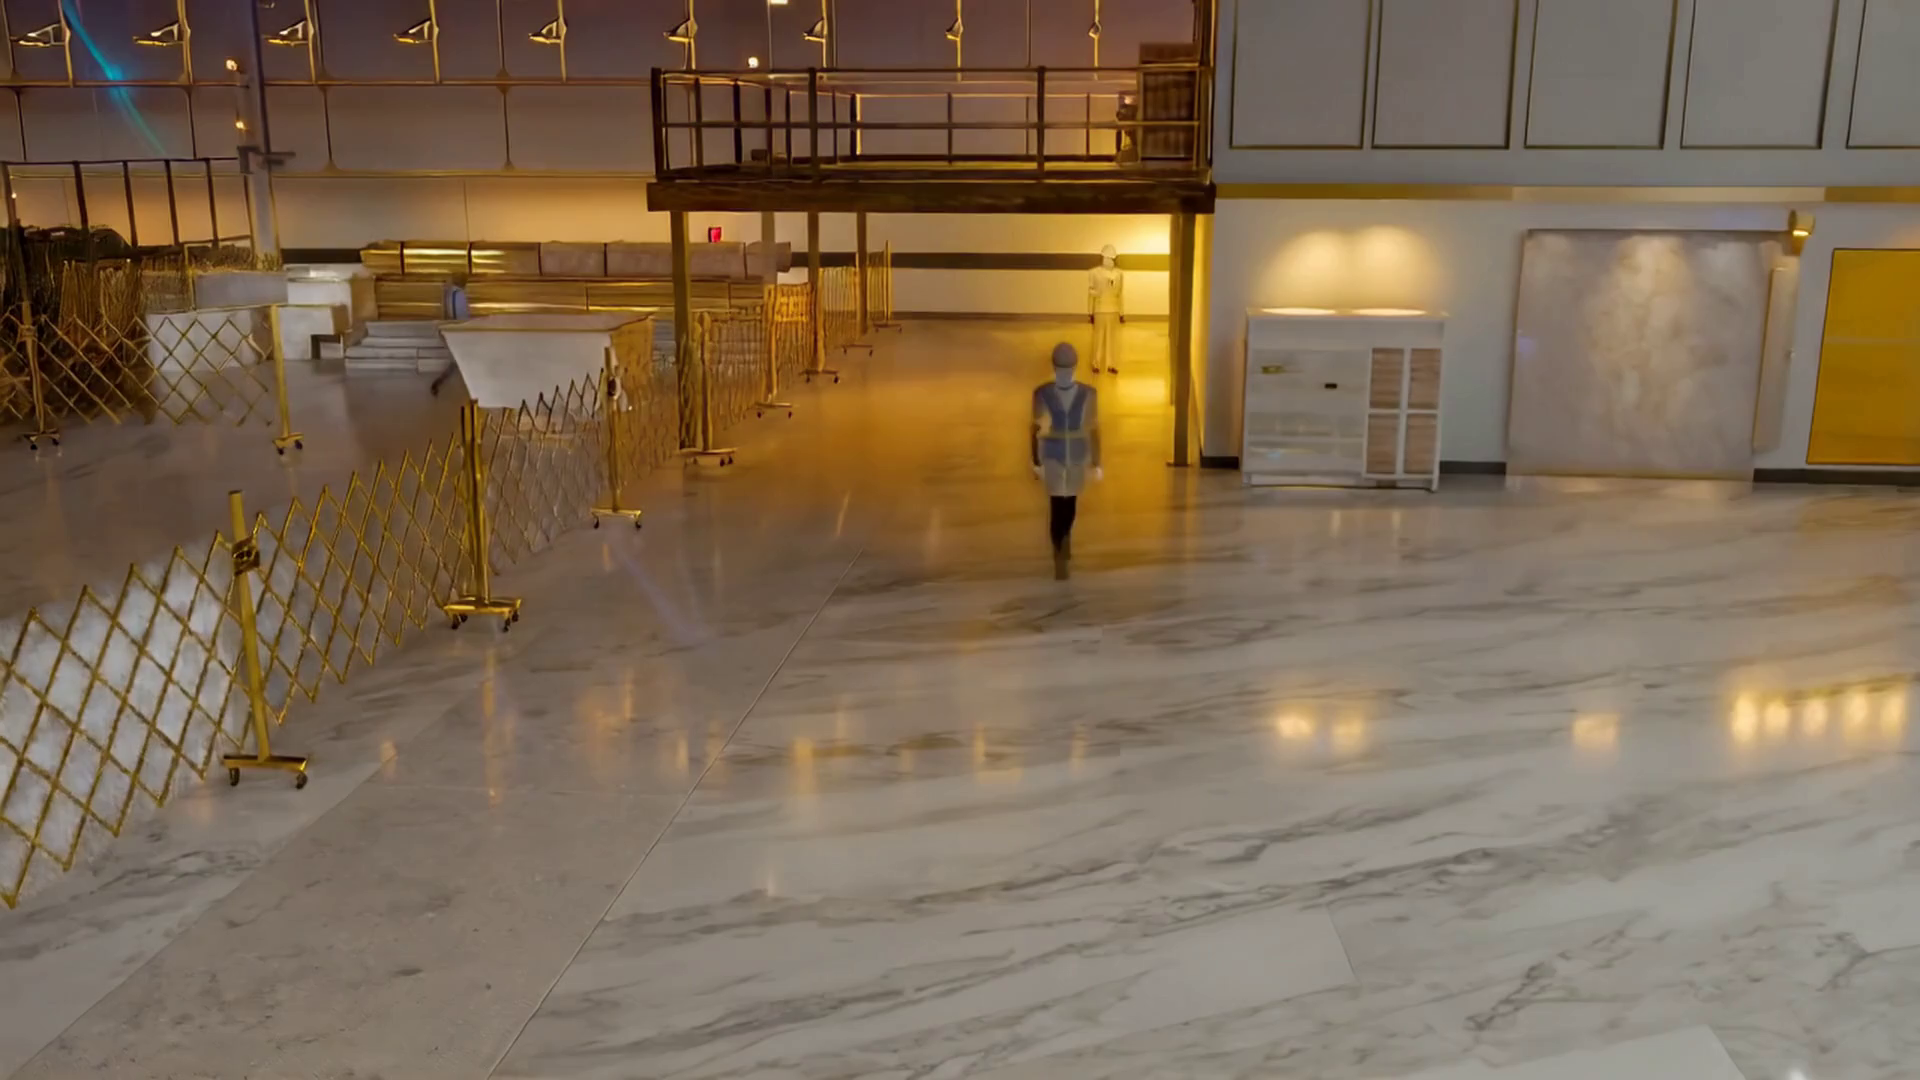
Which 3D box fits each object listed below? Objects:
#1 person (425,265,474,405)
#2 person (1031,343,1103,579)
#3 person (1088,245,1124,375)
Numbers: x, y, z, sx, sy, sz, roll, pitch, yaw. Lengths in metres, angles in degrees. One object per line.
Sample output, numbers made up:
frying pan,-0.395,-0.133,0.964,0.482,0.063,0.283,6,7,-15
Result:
person,-6.662,-2.703,21.991,0.841,1.859,0.581,-5,15,-21
person,0.862,-0.670,13.611,0.563,1.891,0.989,-1,14,-5
person,2.182,-3.420,24.764,0.589,1.924,0.383,-6,15,-23
